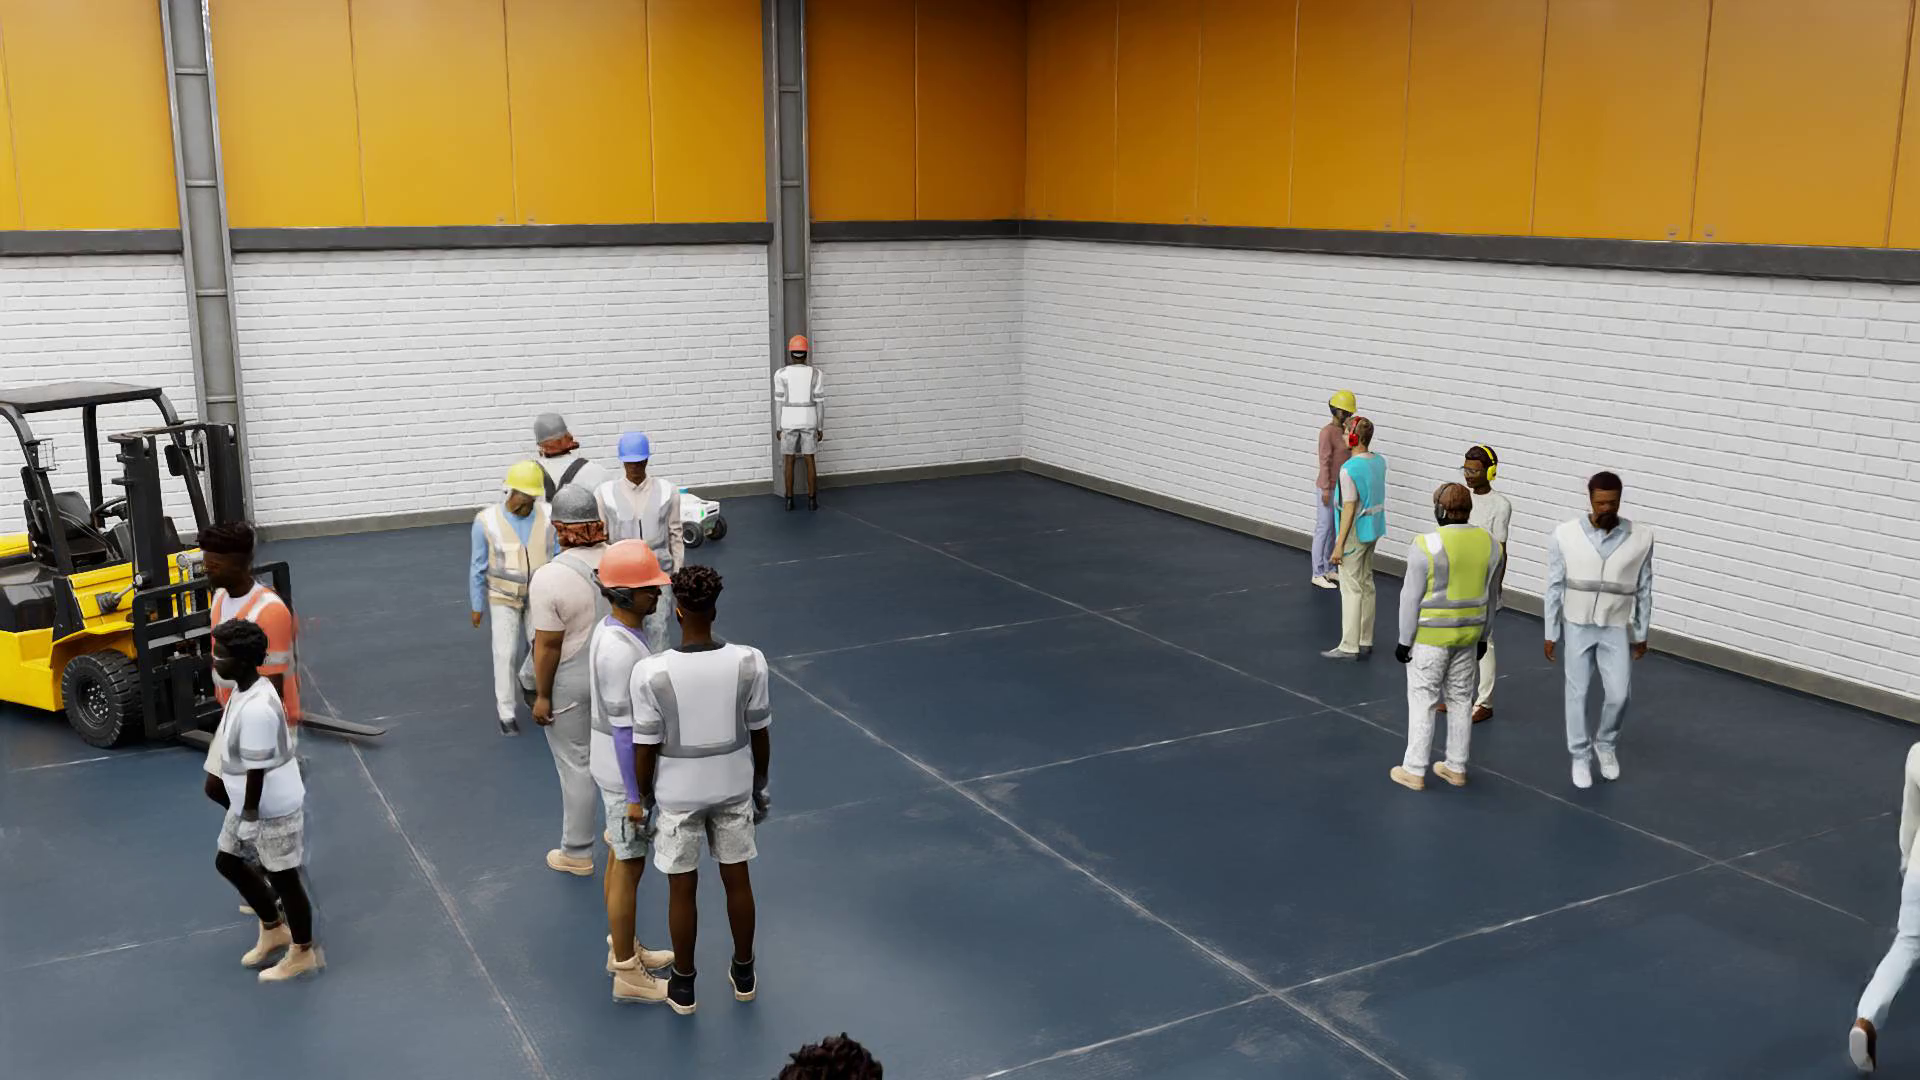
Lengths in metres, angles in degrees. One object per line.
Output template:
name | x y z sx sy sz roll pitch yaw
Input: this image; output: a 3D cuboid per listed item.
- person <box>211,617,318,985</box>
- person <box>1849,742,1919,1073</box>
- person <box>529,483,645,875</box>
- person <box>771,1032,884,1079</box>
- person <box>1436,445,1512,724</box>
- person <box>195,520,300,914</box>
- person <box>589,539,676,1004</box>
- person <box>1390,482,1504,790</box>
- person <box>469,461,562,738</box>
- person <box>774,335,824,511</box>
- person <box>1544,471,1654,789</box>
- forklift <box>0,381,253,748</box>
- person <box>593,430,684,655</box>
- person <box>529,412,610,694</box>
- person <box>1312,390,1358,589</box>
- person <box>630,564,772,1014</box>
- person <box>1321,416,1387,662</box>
person | -3.103 1.164 7.340 0.432 1.682 0.538 -8 14 -33
person | 3.916 1.362 6.616 0.747 1.601 0.497 -8 14 -33
person | -1.976 0.705 8.658 0.535 2.000 0.687 10 15 38
person | -0.246 1.887 3.294 0.603 1.964 0.368 1 12 4
person | 3.415 0.289 11.044 0.333 1.860 0.510 -4 13 -20
person | -3.455 0.860 8.150 0.653 1.951 0.402 9 15 35
person | -1.420 0.999 7.271 0.385 2.045 0.605 -3 12 -12
person | 2.858 0.568 9.806 0.635 1.832 0.429 -4 13 -19
person | -2.870 0.363 10.823 0.657 1.803 0.549 -7 14 -29
person | -1.757 -1.278 18.232 0.539 1.930 0.383 -2 12 -8
person | 3.765 0.527 9.835 0.621 1.895 0.436 3 12 13
forklift | -5.853 0.085 11.199 2.313 2.155 1.214 7 14 28
person | -2.143 0.228 11.113 0.614 1.945 0.404 -4 13 -17
person | -2.727 0.082 11.576 0.738 2.000 0.635 -1 12 -2
person | 3.342 -0.456 14.769 0.327 1.760 0.523 8 15 35
person | -1.105 1.065 7.145 0.613 1.965 0.361 -5 13 -23
person | 2.981 -0.009 12.459 0.380 1.845 0.570 10 15 38
